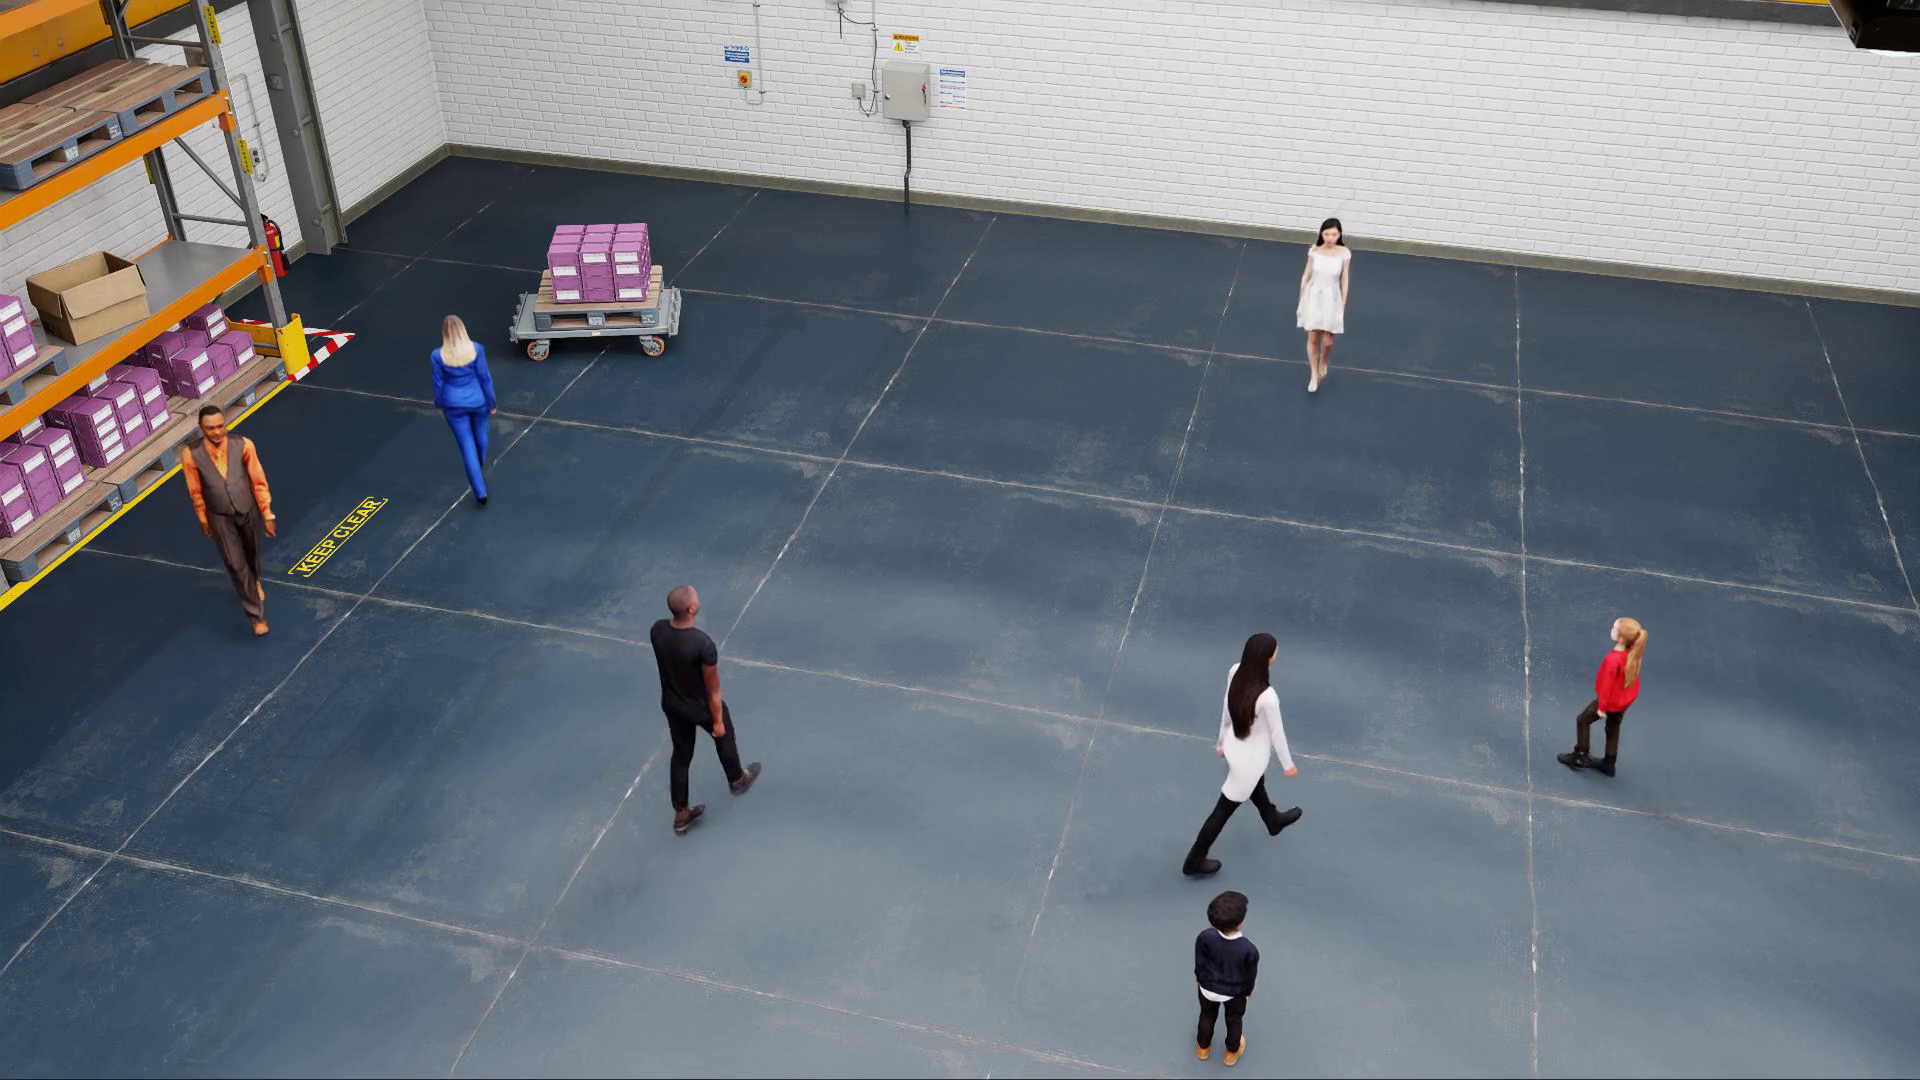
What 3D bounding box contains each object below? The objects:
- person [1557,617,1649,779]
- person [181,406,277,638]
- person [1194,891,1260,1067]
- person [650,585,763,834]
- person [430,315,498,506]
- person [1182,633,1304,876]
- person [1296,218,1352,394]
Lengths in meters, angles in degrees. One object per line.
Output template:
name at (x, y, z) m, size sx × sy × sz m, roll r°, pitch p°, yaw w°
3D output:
person at (4.436, 1.089, 11.175) m, size 0.636 × 1.270 × 0.692 m, roll -22°, pitch 40°, yaw -30°
person at (-5.535, -0.238, 12.641) m, size 1.203 × 1.856 × 1.266 m, roll -17°, pitch 37°, yaw -24°
person at (1.463, 2.432, 9.196) m, size 0.517 × 1.223 × 0.501 m, roll 12°, pitch 35°, yaw 17°
person at (-1.769, 1.127, 10.646) m, size 0.870 × 1.792 × 1.090 m, roll 19°, pitch 38°, yaw 26°
person at (-4.159, -1.064, 14.062) m, size 1.054 × 1.660 × 1.183 m, roll -13°, pitch 36°, yaw -19°
person at (1.677, 1.388, 10.290) m, size 1.128 × 1.751 × 1.174 m, roll -12°, pitch 35°, yaw -17°
person at (3.436, -2.245, 15.744) m, size 0.661 × 1.765 × 0.749 m, roll 12°, pitch 35°, yaw 17°
